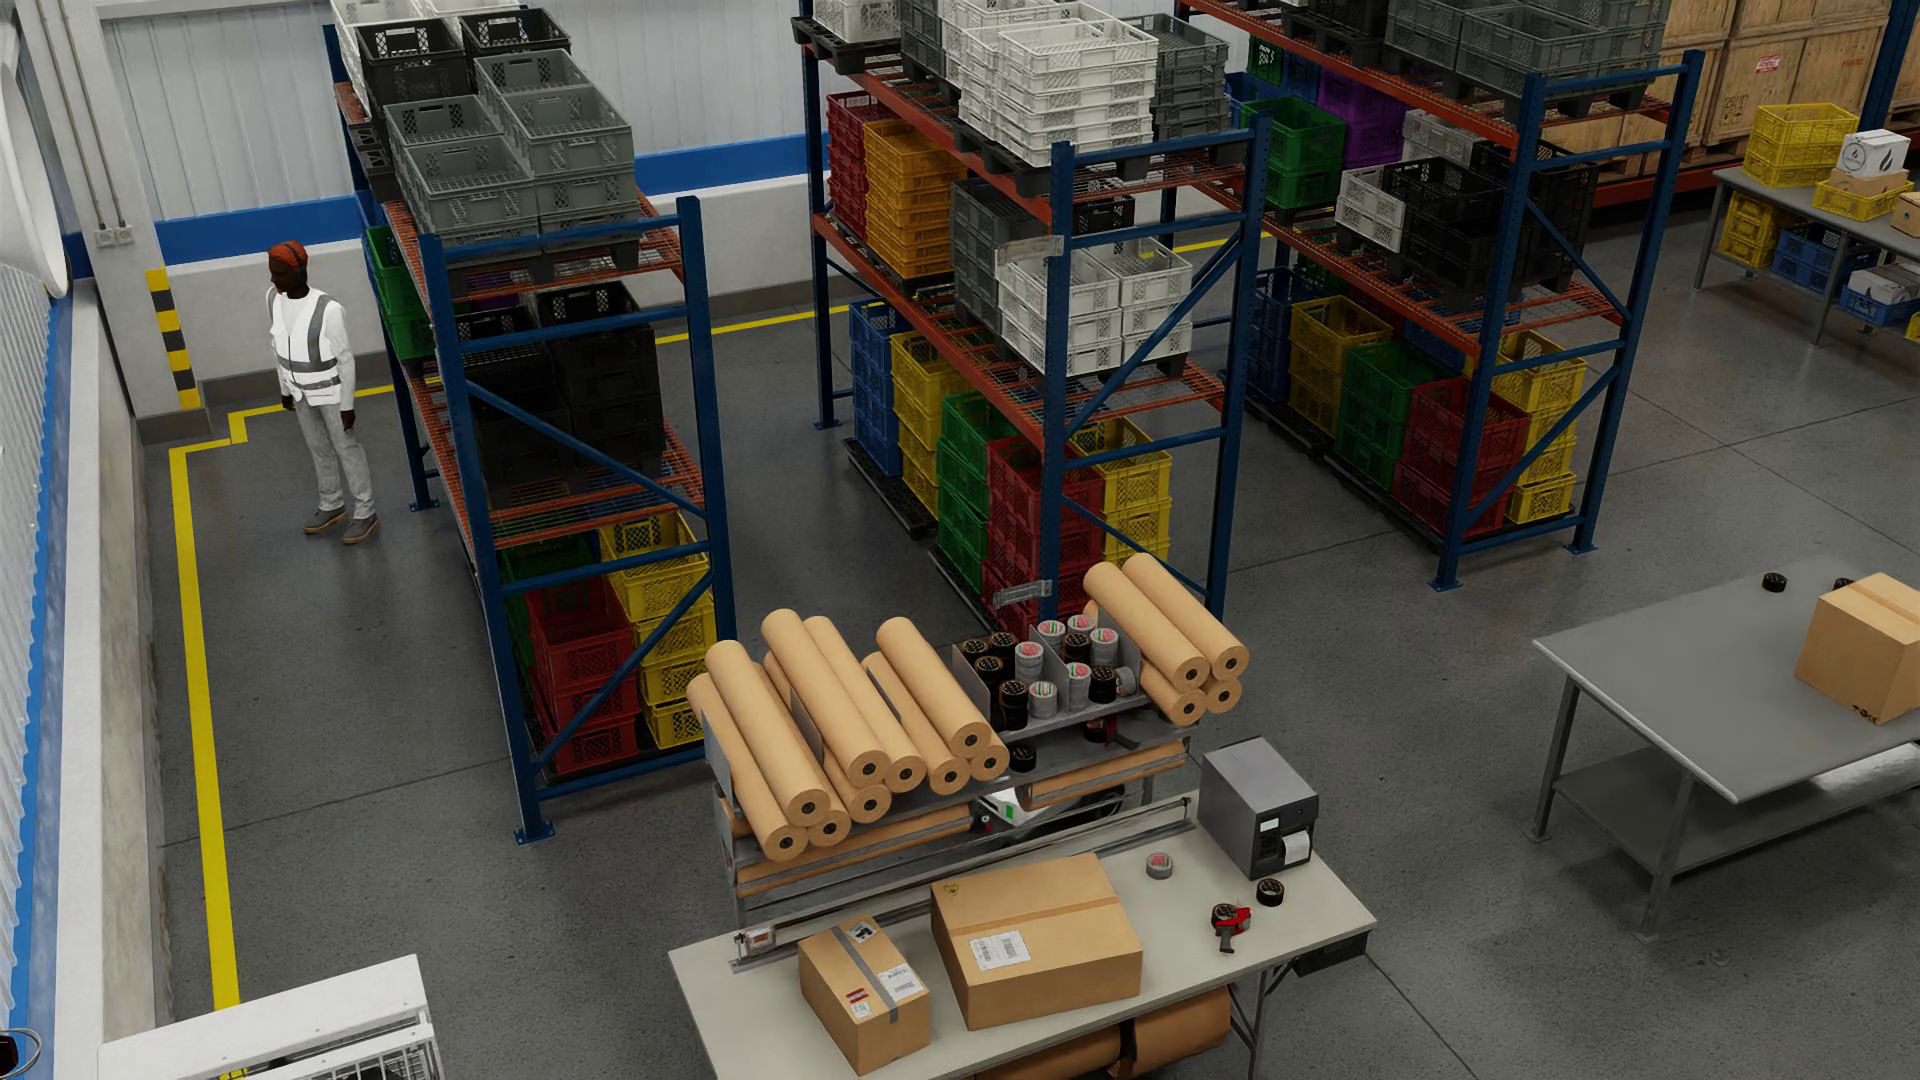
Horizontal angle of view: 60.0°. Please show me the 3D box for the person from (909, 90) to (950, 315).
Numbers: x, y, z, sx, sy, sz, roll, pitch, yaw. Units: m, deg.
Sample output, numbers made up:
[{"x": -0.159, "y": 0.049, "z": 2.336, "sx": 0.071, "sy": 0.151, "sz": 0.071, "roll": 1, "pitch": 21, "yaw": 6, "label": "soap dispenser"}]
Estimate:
[{"x": -0.239, "y": -2.404, "z": 12.270, "sx": 0.371, "sy": 1.941, "sz": 0.627, "roll": -2, "pitch": 32, "yaw": -3, "label": "person"}]

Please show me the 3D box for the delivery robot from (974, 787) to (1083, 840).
[{"x": 0.366, "y": 1.092, "z": 7.813, "sx": 0.707, "sy": 0.478, "sz": 0.477, "roll": -25, "pitch": 40, "yaw": -35, "label": "delivery robot"}]

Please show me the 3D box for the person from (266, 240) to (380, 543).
[{"x": -3.797, "y": -0.867, "z": 9.827, "sx": 0.575, "sy": 1.882, "sz": 0.355, "roll": 14, "pitch": 34, "yaw": 22, "label": "person"}]
